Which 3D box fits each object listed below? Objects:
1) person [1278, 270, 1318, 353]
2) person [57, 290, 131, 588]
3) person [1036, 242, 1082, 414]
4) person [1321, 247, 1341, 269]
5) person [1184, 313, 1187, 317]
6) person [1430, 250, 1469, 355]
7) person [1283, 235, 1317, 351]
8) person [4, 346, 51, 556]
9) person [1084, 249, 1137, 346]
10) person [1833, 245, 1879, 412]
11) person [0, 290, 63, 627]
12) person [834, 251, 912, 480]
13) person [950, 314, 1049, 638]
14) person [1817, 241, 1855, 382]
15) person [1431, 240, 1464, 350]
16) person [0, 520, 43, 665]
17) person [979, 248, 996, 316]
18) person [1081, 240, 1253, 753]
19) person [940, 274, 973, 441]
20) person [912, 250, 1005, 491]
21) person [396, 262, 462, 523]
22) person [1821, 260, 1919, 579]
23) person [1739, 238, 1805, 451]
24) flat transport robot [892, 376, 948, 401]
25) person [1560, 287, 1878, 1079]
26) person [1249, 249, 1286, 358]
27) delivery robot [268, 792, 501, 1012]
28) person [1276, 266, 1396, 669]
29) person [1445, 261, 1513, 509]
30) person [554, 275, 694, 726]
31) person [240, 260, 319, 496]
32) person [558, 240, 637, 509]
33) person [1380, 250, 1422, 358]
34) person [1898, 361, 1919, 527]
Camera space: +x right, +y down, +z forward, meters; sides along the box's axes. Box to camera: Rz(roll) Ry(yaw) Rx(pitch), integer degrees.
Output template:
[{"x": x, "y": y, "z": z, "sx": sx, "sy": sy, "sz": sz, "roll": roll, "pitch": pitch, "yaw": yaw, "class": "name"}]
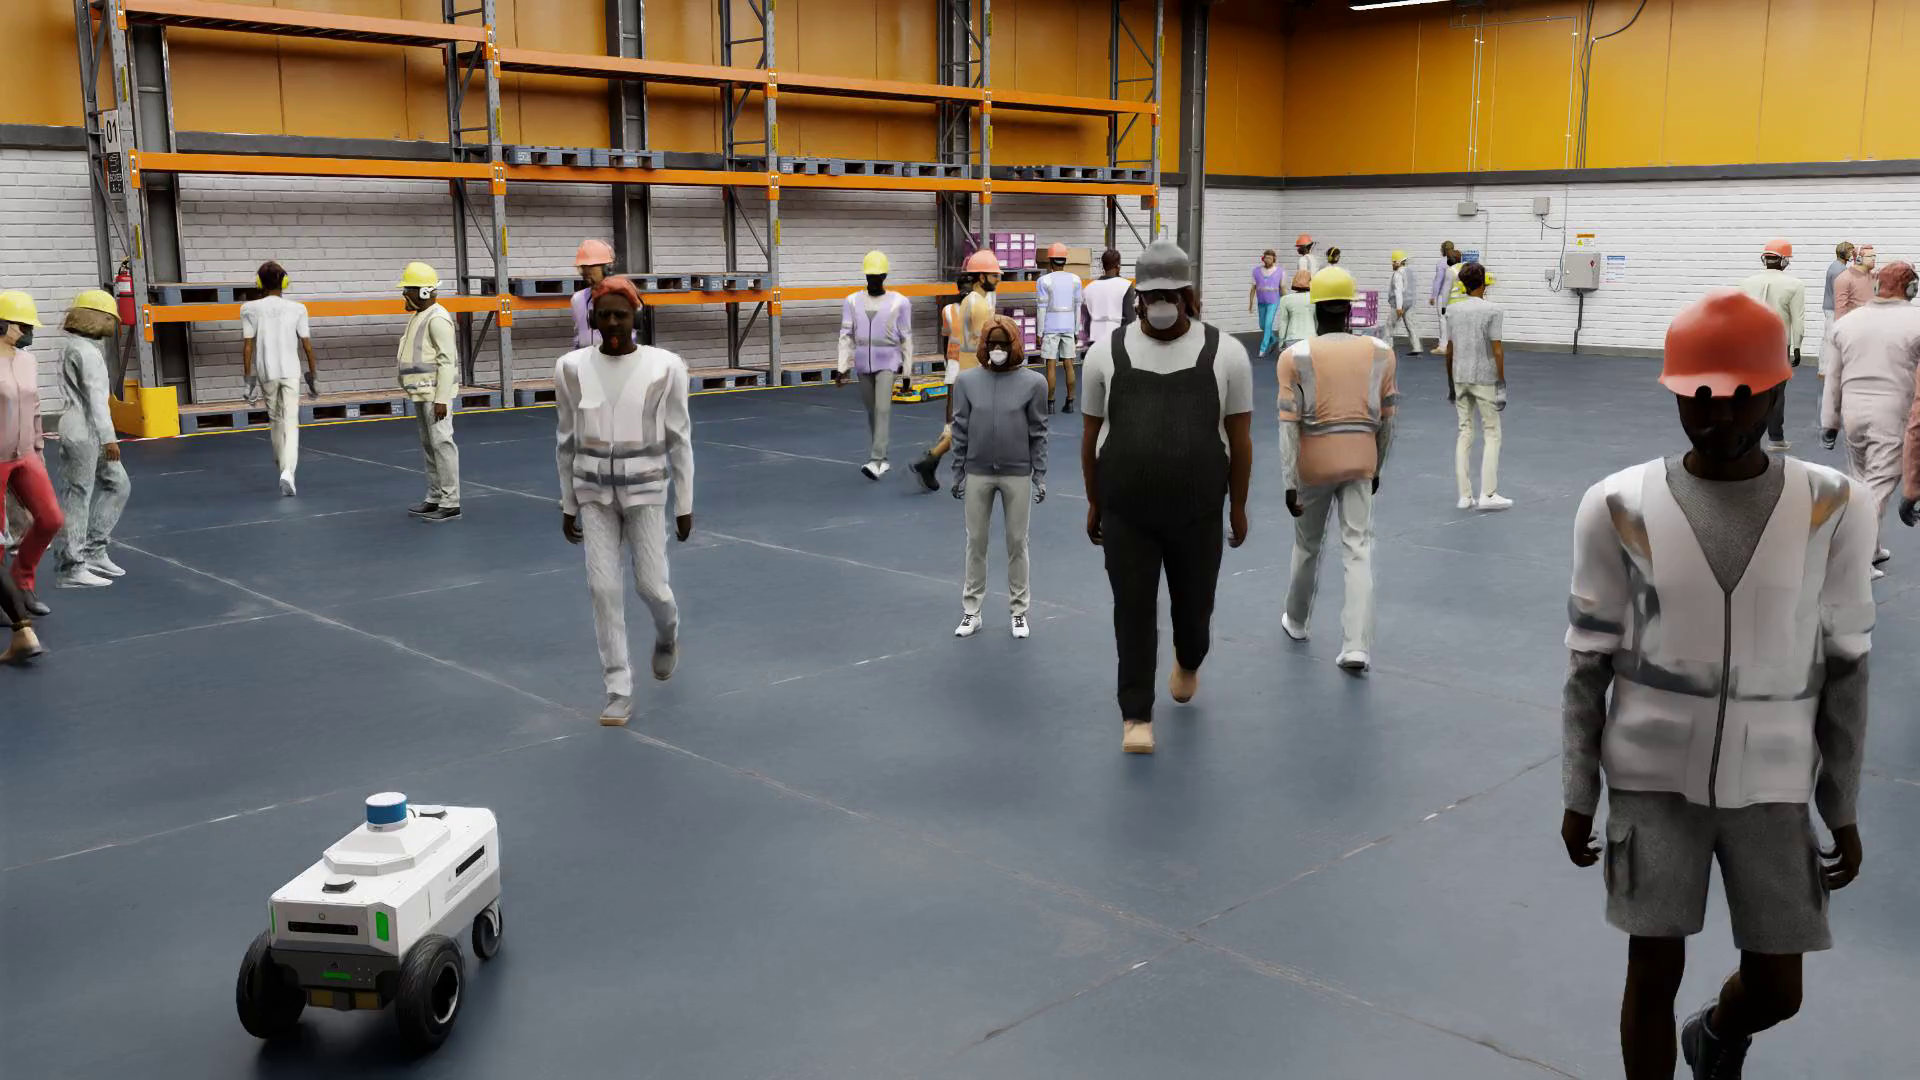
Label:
[{"x": 3.869, "y": -2.245, "z": 18.895, "sx": 0.498, "sy": 1.634, "sz": 0.284, "roll": 3, "pitch": 11, "yaw": 15, "class": "person"}, {"x": -5.049, "y": -0.580, "z": 9.630, "sx": 0.480, "sy": 1.700, "sz": 0.595, "roll": -5, "pitch": 12, "yaw": -26, "class": "person"}, {"x": 1.104, "y": -2.389, "z": 18.849, "sx": 0.544, "sy": 1.939, "sz": 0.354, "roll": -4, "pitch": 11, "yaw": -21, "class": "person"}, {"x": 6.376, "y": -4.228, "z": 29.220, "sx": 0.799, "sy": 1.820, "sz": 0.586, "roll": -3, "pitch": 11, "yaw": -16, "class": "person"}, {"x": 2.787, "y": -3.052, "z": 22.821, "sx": 0.637, "sy": 1.820, "sz": 0.853, "roll": 3, "pitch": 11, "yaw": 17, "class": "person"}, {"x": 8.333, "y": -3.967, "z": 27.901, "sx": 0.644, "sy": 1.788, "sz": 0.964, "roll": -9, "pitch": 14, "yaw": -41, "class": "person"}, {"x": 5.872, "y": -4.246, "z": 28.753, "sx": 0.705, "sy": 2.023, "sz": 0.620, "roll": 7, "pitch": 12, "yaw": 34, "class": "person"}, {"x": -6.037, "y": -0.719, "z": 10.564, "sx": 0.523, "sy": 1.638, "sz": 0.310, "roll": 9, "pitch": 13, "yaw": 39, "class": "person"}, {"x": 1.487, "y": -1.965, "z": 16.703, "sx": 0.644, "sy": 1.886, "sz": 0.533, "roll": 8, "pitch": 13, "yaw": 36, "class": "person"}, {"x": 10.314, "y": -2.424, "z": 19.117, "sx": 0.648, "sy": 1.913, "sz": 0.409, "roll": -5, "pitch": 12, "yaw": -27, "class": "person"}, {"x": -4.897, "y": -0.403, "z": 8.551, "sx": 0.442, "sy": 1.738, "sz": 0.549, "roll": 3, "pitch": 11, "yaw": 15, "class": "person"}, {"x": -0.732, "y": -1.434, "z": 13.805, "sx": 0.593, "sy": 1.883, "sz": 0.958, "roll": 4, "pitch": 11, "yaw": 19, "class": "person"}, {"x": 0.195, "y": -0.316, "z": 8.383, "sx": 0.498, "sy": 1.632, "sz": 0.285, "roll": 2, "pitch": 11, "yaw": 9, "class": "person"}, {"x": 12.136, "y": -3.157, "z": 23.037, "sx": 0.354, "sy": 1.937, "sz": 0.635, "roll": 5, "pitch": 11, "yaw": 24, "class": "person"}, {"x": 8.595, "y": -4.304, "z": 29.316, "sx": 0.648, "sy": 1.931, "sz": 0.400, "roll": -7, "pitch": 12, "yaw": -33, "class": "person"}, {"x": -4.727, "y": -0.218, "z": 7.798, "sx": 0.876, "sy": 1.655, "sz": 0.544, "roll": 4, "pitch": 11, "yaw": 23, "class": "person"}, {"x": 0.279, "y": -2.458, "z": 19.413, "sx": 0.473, "sy": 1.865, "sz": 0.602, "roll": -3, "pitch": 11, "yaw": -15, "class": "person"}, {"x": 0.821, "y": -0.217, "z": 6.727, "sx": 0.690, "sy": 2.000, "sz": 0.820, "roll": 1, "pitch": 10, "yaw": 8, "class": "person"}, {"x": 0.058, "y": -1.765, "z": 16.222, "sx": 0.536, "sy": 1.640, "sz": 0.902, "roll": 3, "pitch": 11, "yaw": 14, "class": "person"}, {"x": 0.085, "y": -1.311, "z": 13.071, "sx": 0.879, "sy": 1.915, "sz": 0.553, "roll": -1, "pitch": 10, "yaw": -4, "class": "person"}, {"x": -3.766, "y": -1.042, "z": 11.793, "sx": 0.403, "sy": 1.832, "sz": 0.593, "roll": -7, "pitch": 12, "yaw": -32, "class": "person"}, {"x": 5.546, "y": -0.705, "z": 9.870, "sx": 0.868, "sy": 1.871, "sz": 0.646, "roll": -6, "pitch": 12, "yaw": -30, "class": "person"}, {"x": 7.653, "y": -1.847, "z": 15.740, "sx": 0.623, "sy": 1.992, "sz": 0.397, "roll": 10, "pitch": 14, "yaw": 43, "class": "person"}, {"x": -0.518, "y": -1.879, "z": 20.619, "sx": 0.652, "sy": 0.197, "sz": 1.431, "roll": 7, "pitch": 12, "yaw": 33, "class": "flat transport robot"}, {"x": 1.490, "y": 0.463, "z": 3.329, "sx": 0.571, "sy": 1.925, "sz": 0.547, "roll": 4, "pitch": 11, "yaw": 19, "class": "person"}, {"x": 5.175, "y": -3.964, "z": 27.829, "sx": 0.605, "sy": 1.805, "sz": 0.871, "roll": 6, "pitch": 12, "yaw": 30, "class": "person"}, {"x": -1.498, "y": 0.909, "z": 4.383, "sx": 0.477, "sy": 0.478, "sz": 0.707, "roll": 2, "pitch": 10, "yaw": 8, "class": "delivery robot"}, {"x": 1.782, "y": -0.352, "z": 7.938, "sx": 0.589, "sy": 1.881, "sz": 1.010, "roll": 0, "pitch": 10, "yaw": -2, "class": "person"}, {"x": 3.824, "y": -1.150, "z": 12.393, "sx": 0.390, "sy": 1.834, "sz": 0.570, "roll": -9, "pitch": 14, "yaw": -40, "class": "person"}, {"x": -1.406, "y": -0.185, "z": 7.048, "sx": 0.576, "sy": 1.867, "sz": 0.636, "roll": 0, "pitch": 10, "yaw": 2, "class": "person"}, {"x": -5.348, "y": -1.277, "z": 13.077, "sx": 0.539, "sy": 1.838, "sz": 0.924, "roll": -3, "pitch": 11, "yaw": -16, "class": "person"}, {"x": -2.662, "y": -1.261, "z": 12.577, "sx": 0.629, "sy": 1.993, "sz": 1.044, "roll": 4, "pitch": 11, "yaw": 23, "class": "person"}, {"x": 7.267, "y": -3.907, "z": 27.596, "sx": 0.975, "sy": 1.766, "sz": 0.623, "roll": 9, "pitch": 13, "yaw": 39, "class": "person"}, {"x": 4.398, "y": -0.194, "z": 7.081, "sx": 0.676, "sy": 1.855, "sz": 0.974, "roll": 5, "pitch": 12, "yaw": 26, "class": "person"}]
